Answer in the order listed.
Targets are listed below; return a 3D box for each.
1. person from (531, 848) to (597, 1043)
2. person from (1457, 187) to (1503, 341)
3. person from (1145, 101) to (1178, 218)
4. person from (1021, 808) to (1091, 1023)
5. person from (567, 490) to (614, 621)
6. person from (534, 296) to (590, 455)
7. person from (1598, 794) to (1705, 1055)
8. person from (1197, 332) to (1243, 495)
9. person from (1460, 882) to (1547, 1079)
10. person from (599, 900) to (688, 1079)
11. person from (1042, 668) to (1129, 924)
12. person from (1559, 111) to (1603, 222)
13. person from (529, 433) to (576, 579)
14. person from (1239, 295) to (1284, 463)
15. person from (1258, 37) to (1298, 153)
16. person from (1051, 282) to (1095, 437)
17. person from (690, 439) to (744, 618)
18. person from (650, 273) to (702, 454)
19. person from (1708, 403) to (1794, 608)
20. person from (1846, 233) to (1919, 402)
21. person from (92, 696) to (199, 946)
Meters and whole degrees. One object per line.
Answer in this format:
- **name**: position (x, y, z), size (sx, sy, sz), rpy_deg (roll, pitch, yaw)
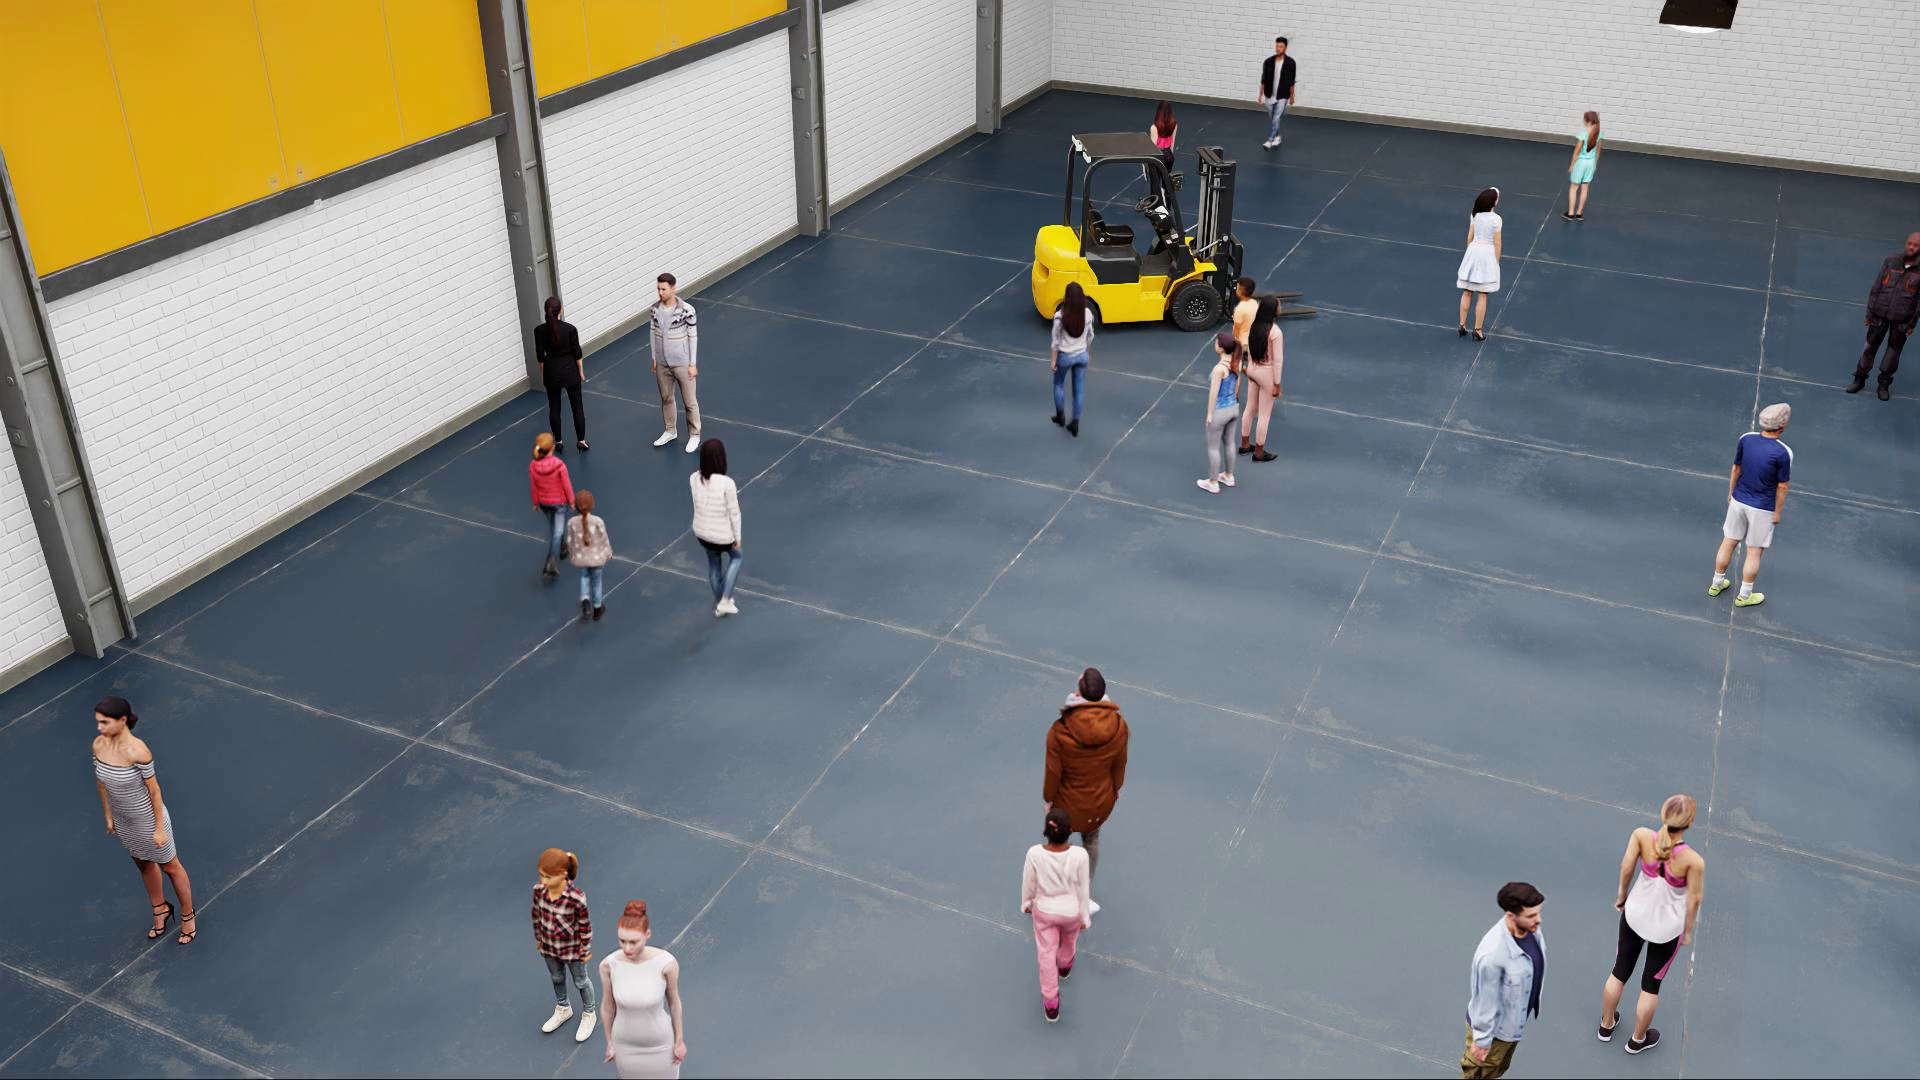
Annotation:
- **person**: position (-2.321, 2.348, 9.760), size (0.547, 1.306, 0.539), rpy_deg (10, 30, 17)
- **person**: position (6.086, -3.221, 19.435), size (0.851, 1.819, 0.814), rpy_deg (-24, 36, -36)
- **person**: position (2.856, -5.402, 23.598), size (0.617, 1.660, 0.718), rpy_deg (-17, 33, -29)
- **person**: position (0.582, 2.231, 9.849), size (0.764, 1.427, 0.938), rpy_deg (1, 29, 2)
- **person**: position (-3.107, 0.152, 13.908), size (0.548, 1.188, 0.563), rpy_deg (1, 29, 1)
- **person**: position (-4.005, -1.647, 16.714), size (0.691, 1.662, 0.704), rpy_deg (-1, 29, -3)
- **person**: position (3.962, 2.196, 9.535), size (0.665, 1.788, 0.628), rpy_deg (24, 37, 37)
- **person**: position (2.531, -1.231, 16.009), size (0.587, 1.606, 0.698), rpy_deg (-23, 36, -35)
- **person**: position (2.855, 2.553, 8.856), size (0.797, 1.812, 0.615), rpy_deg (24, 36, 36)
- **person**: position (-1.644, 2.624, 8.746), size (0.643, 1.793, 0.626), rpy_deg (-1, 29, -1)
- **person**: position (0.797, 1.653, 10.491), size (0.987, 1.826, 1.052), rpy_deg (-9, 30, -15)
- **person**: position (8.830, -5.312, 23.547), size (0.644, 1.552, 0.677), rpy_deg (0, 29, 1)
- **person**: position (-3.600, -0.288, 14.608), size (0.649, 1.290, 0.958), rpy_deg (7, 29, 12)
- **person**: position (3.018, -1.619, 16.601), size (0.722, 1.720, 0.693), rpy_deg (-15, 32, -25)
- **person**: position (5.128, -7.170, 26.721), size (0.791, 1.774, 1.171), rpy_deg (17, 33, 28)
- **person**: position (1.182, -1.829, 17.096), size (0.792, 1.614, 0.848), rpy_deg (-8, 30, -15)
- **person**: position (-2.051, -0.054, 13.827), size (0.646, 1.628, 0.628), rpy_deg (10, 30, 17)
- **person**: position (-2.886, -1.831, 16.841), size (0.688, 1.861, 0.574), rpy_deg (10, 30, 18)
- **person**: position (6.725, -0.312, 14.081), size (0.717, 1.839, 0.718), rpy_deg (-19, 34, -31)
- **person**: position (10.117, -2.454, 18.023), size (0.737, 1.825, 0.666), rpy_deg (19, 34, 31)
- **person**: position (-5.075, 1.741, 10.334), size (0.621, 1.823, 0.572), rpy_deg (8, 30, 14)
